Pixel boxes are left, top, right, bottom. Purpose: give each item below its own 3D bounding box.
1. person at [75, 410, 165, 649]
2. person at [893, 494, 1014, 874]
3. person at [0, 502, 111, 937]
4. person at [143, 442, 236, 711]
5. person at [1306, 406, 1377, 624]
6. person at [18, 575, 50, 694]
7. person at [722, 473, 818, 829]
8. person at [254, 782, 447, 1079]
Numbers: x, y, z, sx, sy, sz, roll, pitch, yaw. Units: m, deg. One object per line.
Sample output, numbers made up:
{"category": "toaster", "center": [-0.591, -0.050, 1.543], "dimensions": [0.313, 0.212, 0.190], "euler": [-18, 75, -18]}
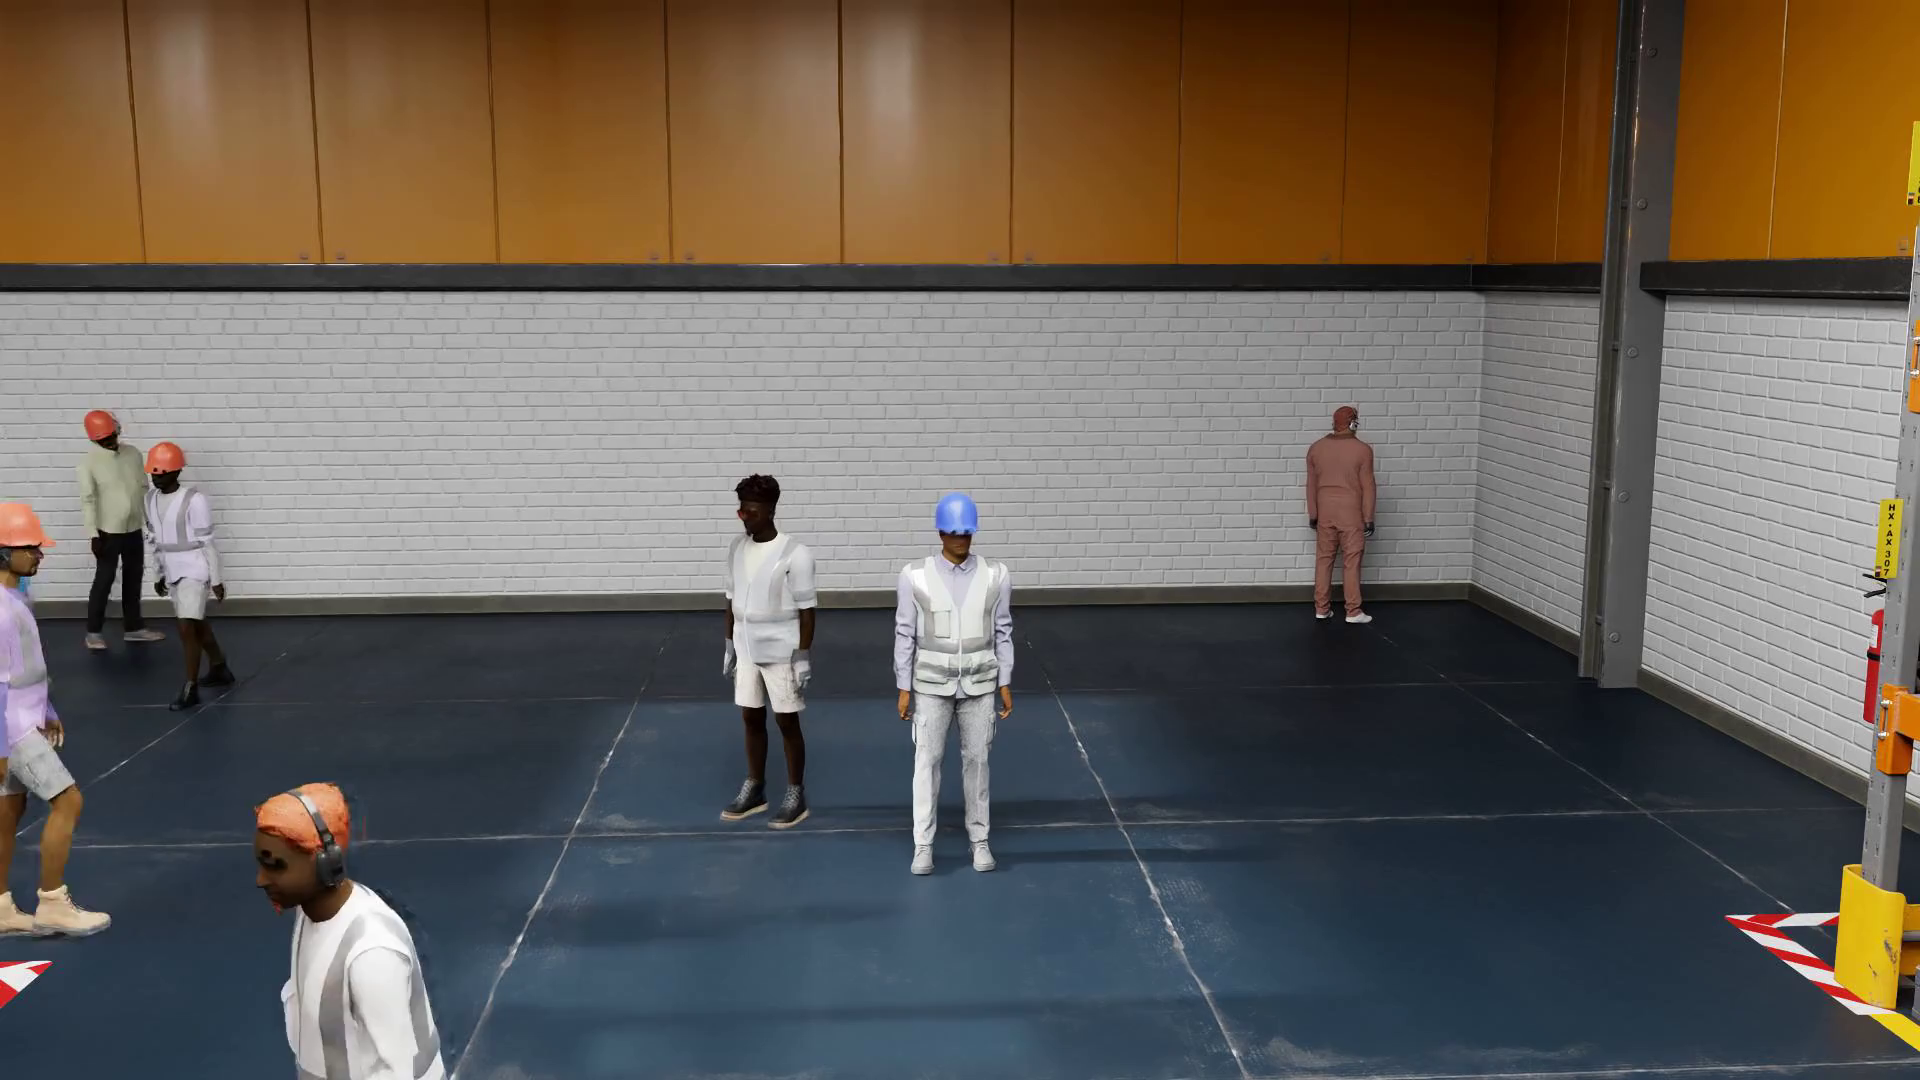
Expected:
{"category": "person", "center": [-6.925, -0.095, 13.614], "dimensions": [0.422, 1.952, 0.702], "euler": [3, 10, 19]}
{"category": "person", "center": [-0.026, 0.728, 8.439], "dimensions": [0.617, 1.944, 0.398], "euler": [-1, 9, -8]}
{"category": "person", "center": [-4.212, 0.829, 7.592], "dimensions": [0.689, 2.022, 0.609], "euler": [-5, 10, -30]}
{"category": "person", "center": [-5.477, 0.220, 11.861], "dimensions": [0.618, 1.896, 0.750], "euler": [5, 10, 28]}
{"category": "person", "center": [3.346, -0.219, 14.537], "dimensions": [0.639, 1.902, 0.402], "euler": [8, 12, 42]}
{"category": "person", "center": [-6.767, 0.358, 11.616], "dimensions": [0.550, 1.652, 0.778], "euler": [3, 10, 20]}
{"category": "person", "center": [-1.067, 0.604, 9.159], "dimensions": [0.612, 1.962, 0.365], "euler": [6, 11, 34]}
{"category": "person", "center": [-1.320, 1.461, 4.159], "dimensions": [0.785, 1.854, 0.609], "euler": [-6, 11, -35]}
